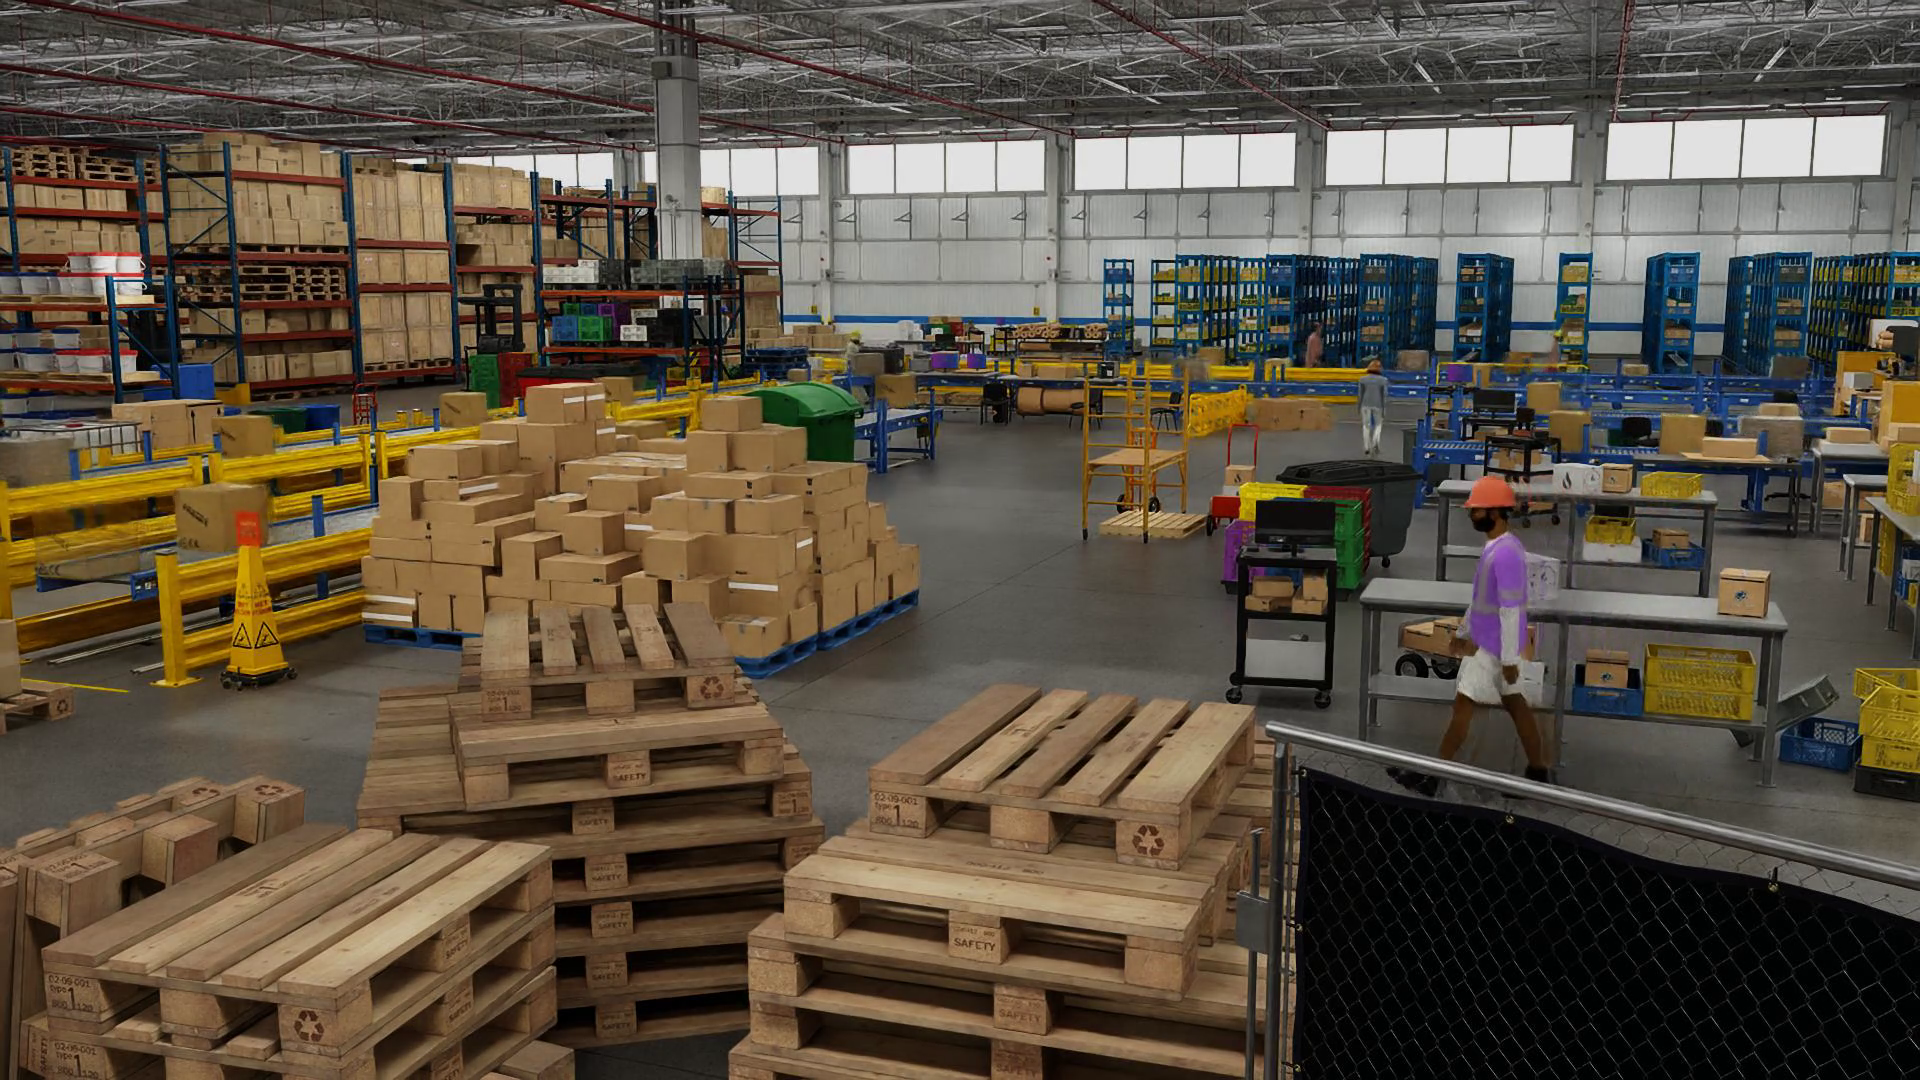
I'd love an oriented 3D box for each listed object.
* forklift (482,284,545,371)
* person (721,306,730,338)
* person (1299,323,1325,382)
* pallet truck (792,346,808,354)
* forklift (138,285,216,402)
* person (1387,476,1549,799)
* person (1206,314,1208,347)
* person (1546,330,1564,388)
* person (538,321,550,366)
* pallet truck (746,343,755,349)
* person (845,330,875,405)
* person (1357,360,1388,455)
[{"bbox_3d":[-10.832,-4.702,39.610,1.129,2.768,1.873,3,10,20],"label":"forklift"},{"bbox_3d":[-8.352,-7.302,58.857,0.385,1.948,0.605,5,10,27],"label":"person"},{"bbox_3d":[8.960,-4.539,41.856,1.031,1.841,0.649,5,10,29],"label":"person"},{"bbox_3d":[-3.705,-4.298,42.022,0.653,1.274,1.630,3,10,20],"label":"pallet truck"},{"bbox_3d":[-17.480,-4.200,36.461,1.873,2.768,1.129,3,10,19],"label":"forklift"},{"bbox_3d":[2.985,0.575,9.571,0.980,1.890,0.568,3,10,19],"label":"person"},{"bbox_3d":[8.028,-6.553,53.859,0.373,2.044,0.606,3,10,18],"label":"person"},{"bbox_3d":[14.322,-4.206,40.154,0.921,1.724,0.528,6,11,35],"label":"person"},{"bbox_3d":[-12.270,-5.643,49.040,0.327,1.760,0.524,-4,10,-26],"label":"person"},{"bbox_3d":[-6.183,-4.618,44.264,1.601,1.201,0.680,-9,12,-43],"label":"pallet truck"},{"bbox_3d":[-2.472,-3.996,38.705,0.982,1.764,0.576,0,9,-2],"label":"person"},{"bbox_3d":[6.969,-2.242,28.129,0.516,1.611,0.542,3,9,17],"label":"person"}]
